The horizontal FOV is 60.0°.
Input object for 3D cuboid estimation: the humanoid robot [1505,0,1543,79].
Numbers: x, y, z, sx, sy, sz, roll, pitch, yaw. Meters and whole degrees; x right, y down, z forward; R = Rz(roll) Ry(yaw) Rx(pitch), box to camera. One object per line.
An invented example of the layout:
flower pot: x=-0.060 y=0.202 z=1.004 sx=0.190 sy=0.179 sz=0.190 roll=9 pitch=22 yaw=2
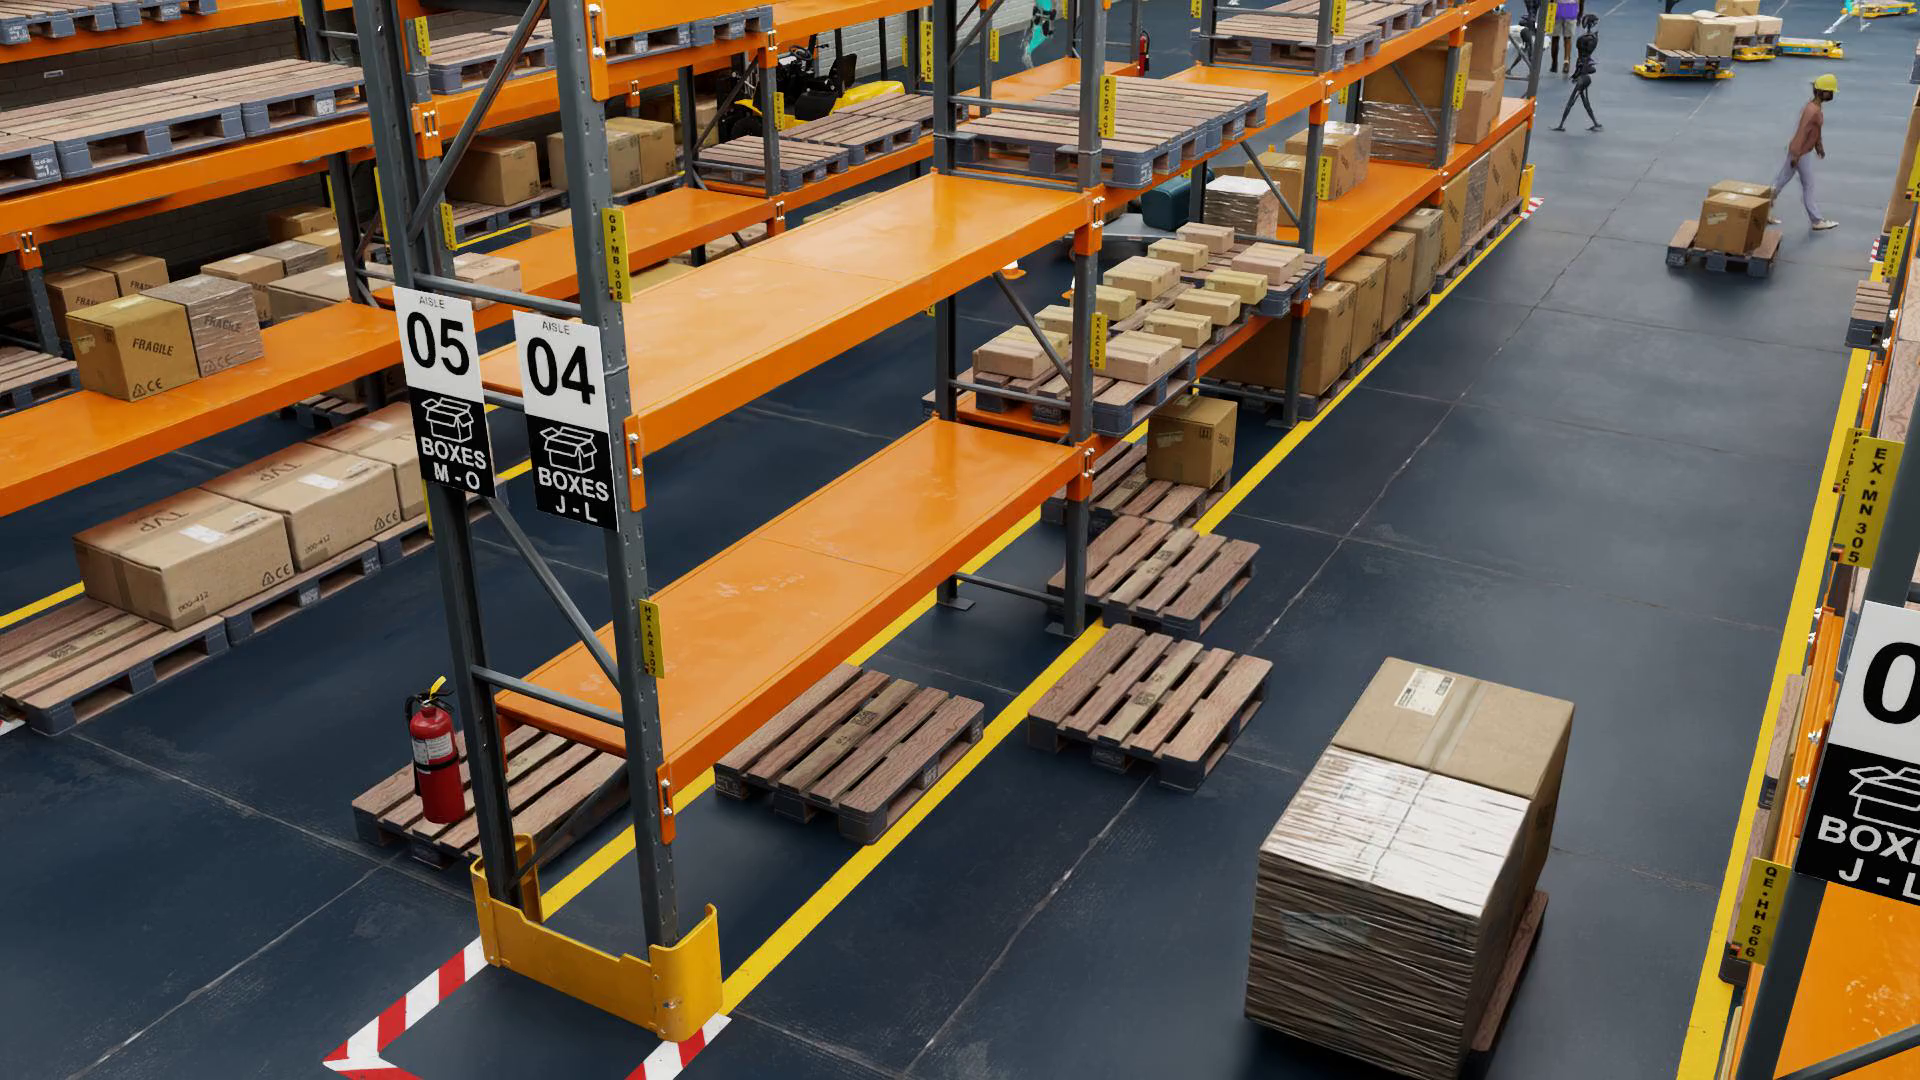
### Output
humanoid robot: x=9.320 y=-8.386 z=27.185 sx=0.646 sy=1.655 sz=0.603 roll=12 pitch=28 yaw=24

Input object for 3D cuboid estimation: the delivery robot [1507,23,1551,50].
delivery robot: x=10.223 y=-9.073 z=29.887 sx=0.811 sy=0.614 sz=0.499 roll=-16 pitch=30 yaw=-29

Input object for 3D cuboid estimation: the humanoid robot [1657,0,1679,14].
humanoid robot: x=13.175 y=-10.154 z=30.821 sx=0.600 sy=1.654 sz=0.482 roll=-21 pitch=33 yaw=-37

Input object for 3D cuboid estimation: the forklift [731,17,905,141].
forklift: x=-1.819 y=-5.975 z=21.543 sx=2.313 sy=2.155 sz=1.214 roll=14 pitch=29 yaw=26

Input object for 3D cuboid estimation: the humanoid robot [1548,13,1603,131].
humanoid robot: x=8.803 y=-6.592 z=23.465 sx=0.768 sy=1.630 sz=0.599 roll=5 pitch=26 yaw=9

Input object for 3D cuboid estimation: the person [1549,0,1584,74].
person: x=9.951 y=-8.648 z=27.396 sx=0.611 sy=1.941 sz=0.570 roll=5 pitch=26 yaw=10

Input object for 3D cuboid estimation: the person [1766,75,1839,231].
person: x=9.579 y=-4.356 z=18.716 sx=0.886 sy=1.720 sz=0.529 roll=11 pitch=28 yaw=22

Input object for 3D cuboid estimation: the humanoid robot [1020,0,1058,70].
humanoid robot: x=1.180 y=-8.132 z=26.593 sx=0.777 sy=1.811 sz=0.538 roll=-17 pitch=31 yaw=-31

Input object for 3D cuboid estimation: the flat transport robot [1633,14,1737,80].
flat transport robot: x=11.997 y=-7.800 z=27.550 sx=1.431 sy=0.231 sz=0.659 roll=2 pitch=26 yaw=3

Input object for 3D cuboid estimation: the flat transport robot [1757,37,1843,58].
flat transport robot: x=14.850 y=-8.734 z=29.491 sx=1.431 sy=0.231 sz=0.659 roll=10 pitch=27 yaw=20

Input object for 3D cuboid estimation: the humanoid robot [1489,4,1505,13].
humanoid robot: x=9.043 y=-8.793 z=27.915 sx=0.538 sy=1.796 sz=0.714 roll=-15 pitch=30 yaw=-29

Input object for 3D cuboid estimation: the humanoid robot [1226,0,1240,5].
humanoid robot: x=5.767 y=-11.999 z=34.491 sx=0.729 sy=1.708 sz=0.530 roll=-5 pitch=26 yaw=-9

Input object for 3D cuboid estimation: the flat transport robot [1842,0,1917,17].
flat transport robot: x=18.694 y=-10.798 z=33.780 sx=1.431 sy=0.231 sz=0.659 roll=-13 pitch=28 yaw=-24

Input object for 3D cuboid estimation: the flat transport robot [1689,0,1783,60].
flat transport robot: x=13.570 y=-8.677 z=29.373 sx=0.659 sy=0.231 sz=1.431 roll=-10 pitch=27 yaw=-20

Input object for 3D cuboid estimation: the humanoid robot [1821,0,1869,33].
humanoid robot: x=16.920 y=-10.421 z=31.319 sx=0.952 sy=1.769 sz=0.546 roll=3 pitch=26 yaw=7
